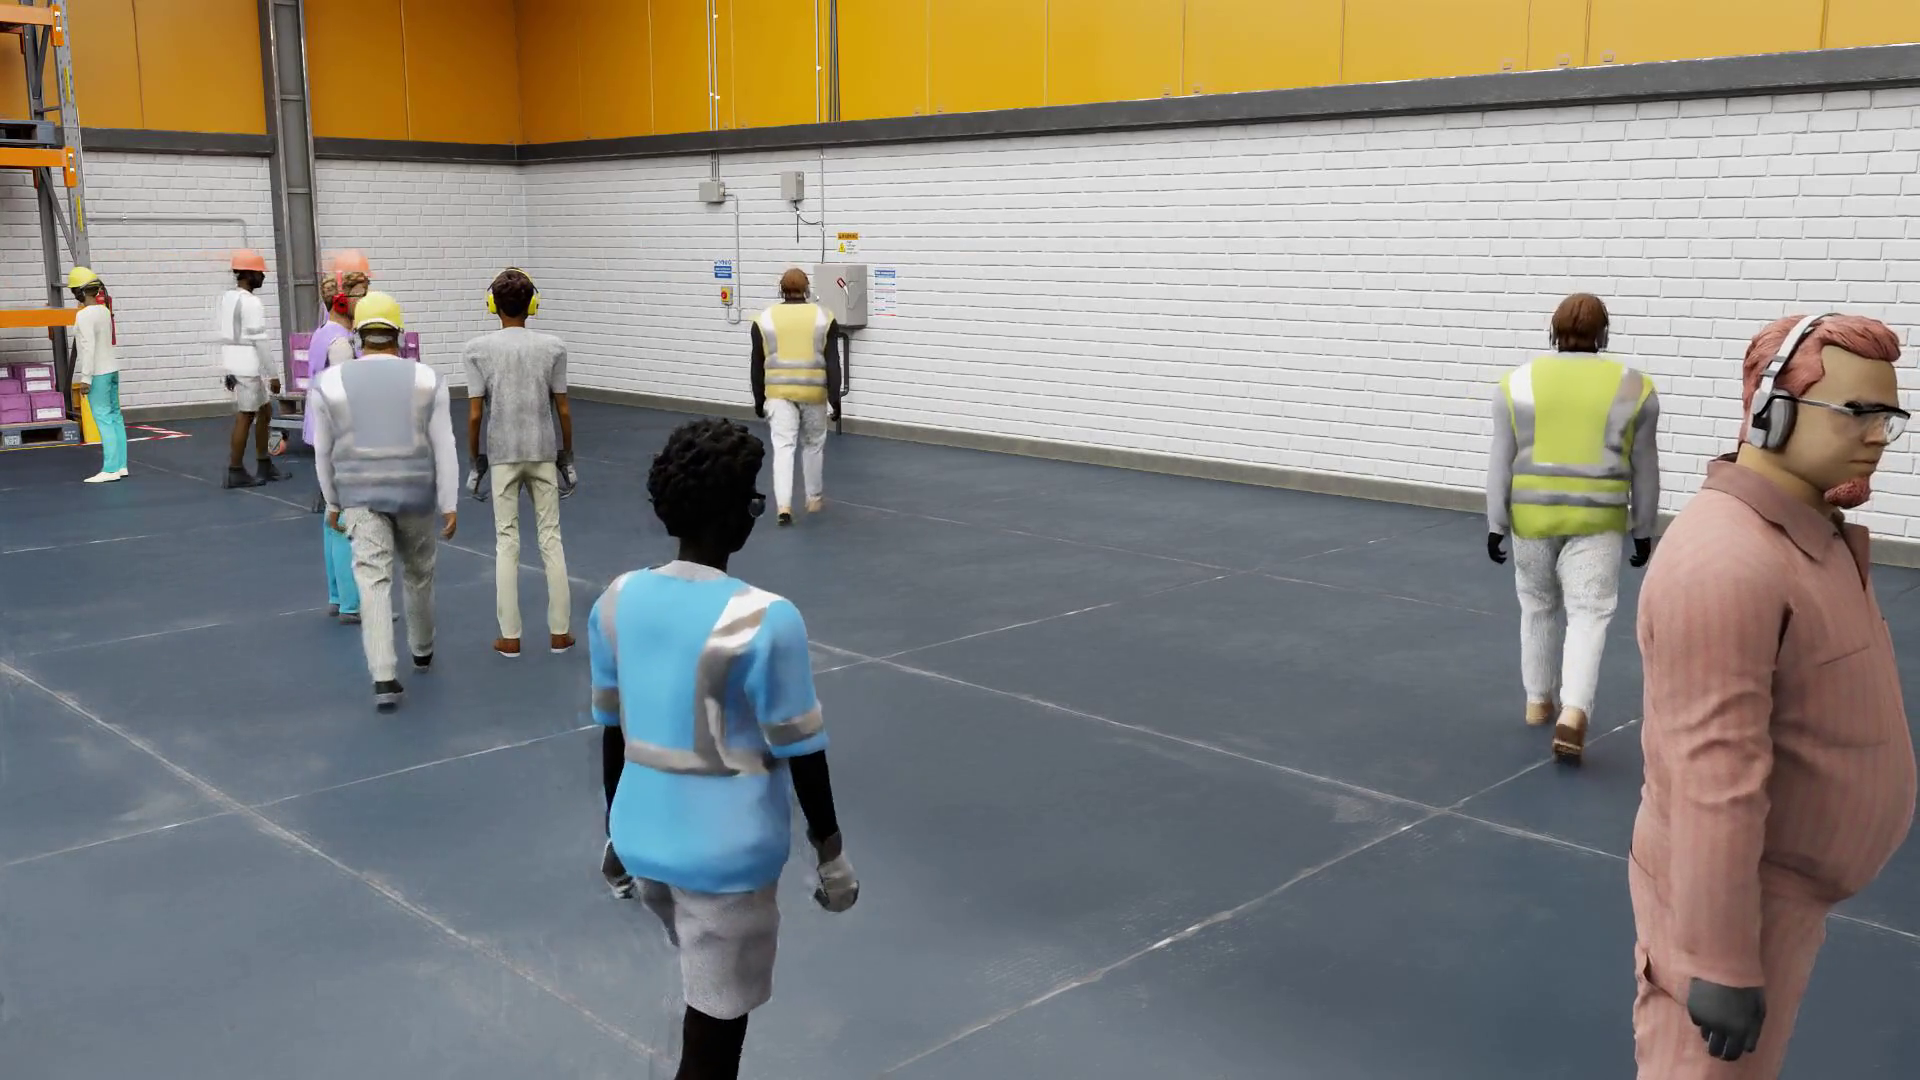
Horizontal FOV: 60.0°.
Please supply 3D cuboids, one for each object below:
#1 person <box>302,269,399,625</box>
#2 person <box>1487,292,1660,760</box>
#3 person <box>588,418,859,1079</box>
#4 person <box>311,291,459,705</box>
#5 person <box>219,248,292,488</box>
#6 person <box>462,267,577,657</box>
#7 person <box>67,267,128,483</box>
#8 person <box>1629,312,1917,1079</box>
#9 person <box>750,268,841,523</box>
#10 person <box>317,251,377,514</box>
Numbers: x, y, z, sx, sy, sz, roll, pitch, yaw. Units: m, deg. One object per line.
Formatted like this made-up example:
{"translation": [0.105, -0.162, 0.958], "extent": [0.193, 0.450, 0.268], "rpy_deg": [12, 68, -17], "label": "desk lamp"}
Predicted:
{"translation": [-3.224, -0.482, 8.701], "extent": [0.396, 1.847, 0.564], "rpy_deg": [-5, 12, -26], "label": "person"}
{"translation": [2.406, -0.069, 6.570], "extent": [0.637, 1.813, 0.894], "rpy_deg": [4, 11, 23], "label": "person"}
{"translation": [-0.427, 0.595, 3.306], "extent": [0.537, 1.680, 0.627], "rpy_deg": [9, 14, 41], "label": "person"}
{"translation": [-2.530, -0.202, 7.367], "extent": [0.595, 1.788, 0.930], "rpy_deg": [-3, 11, -17], "label": "person"}
{"translation": [-5.665, -1.382, 13.427], "extent": [0.730, 1.907, 0.571], "rpy_deg": [-10, 14, -43], "label": "person"}
{"translation": [-2.115, -0.368, 8.014], "extent": [0.521, 1.874, 0.328], "rpy_deg": [-3, 11, -17], "label": "person"}
{"translation": [-7.099, -1.349, 13.661], "extent": [0.329, 1.765, 0.526], "rpy_deg": [-1, 10, -7], "label": "person"}
{"translation": [1.306, 0.590, 2.709], "extent": [0.401, 1.905, 0.642], "rpy_deg": [7, 13, 34], "label": "person"}
{"translation": [-1.171, -1.032, 11.851], "extent": [0.646, 1.803, 0.953], "rpy_deg": [-1, 10, -3], "label": "person"}
{"translation": [-4.293, -1.128, 12.076], "extent": [0.900, 1.901, 0.557], "rpy_deg": [0, 10, -2], "label": "person"}
